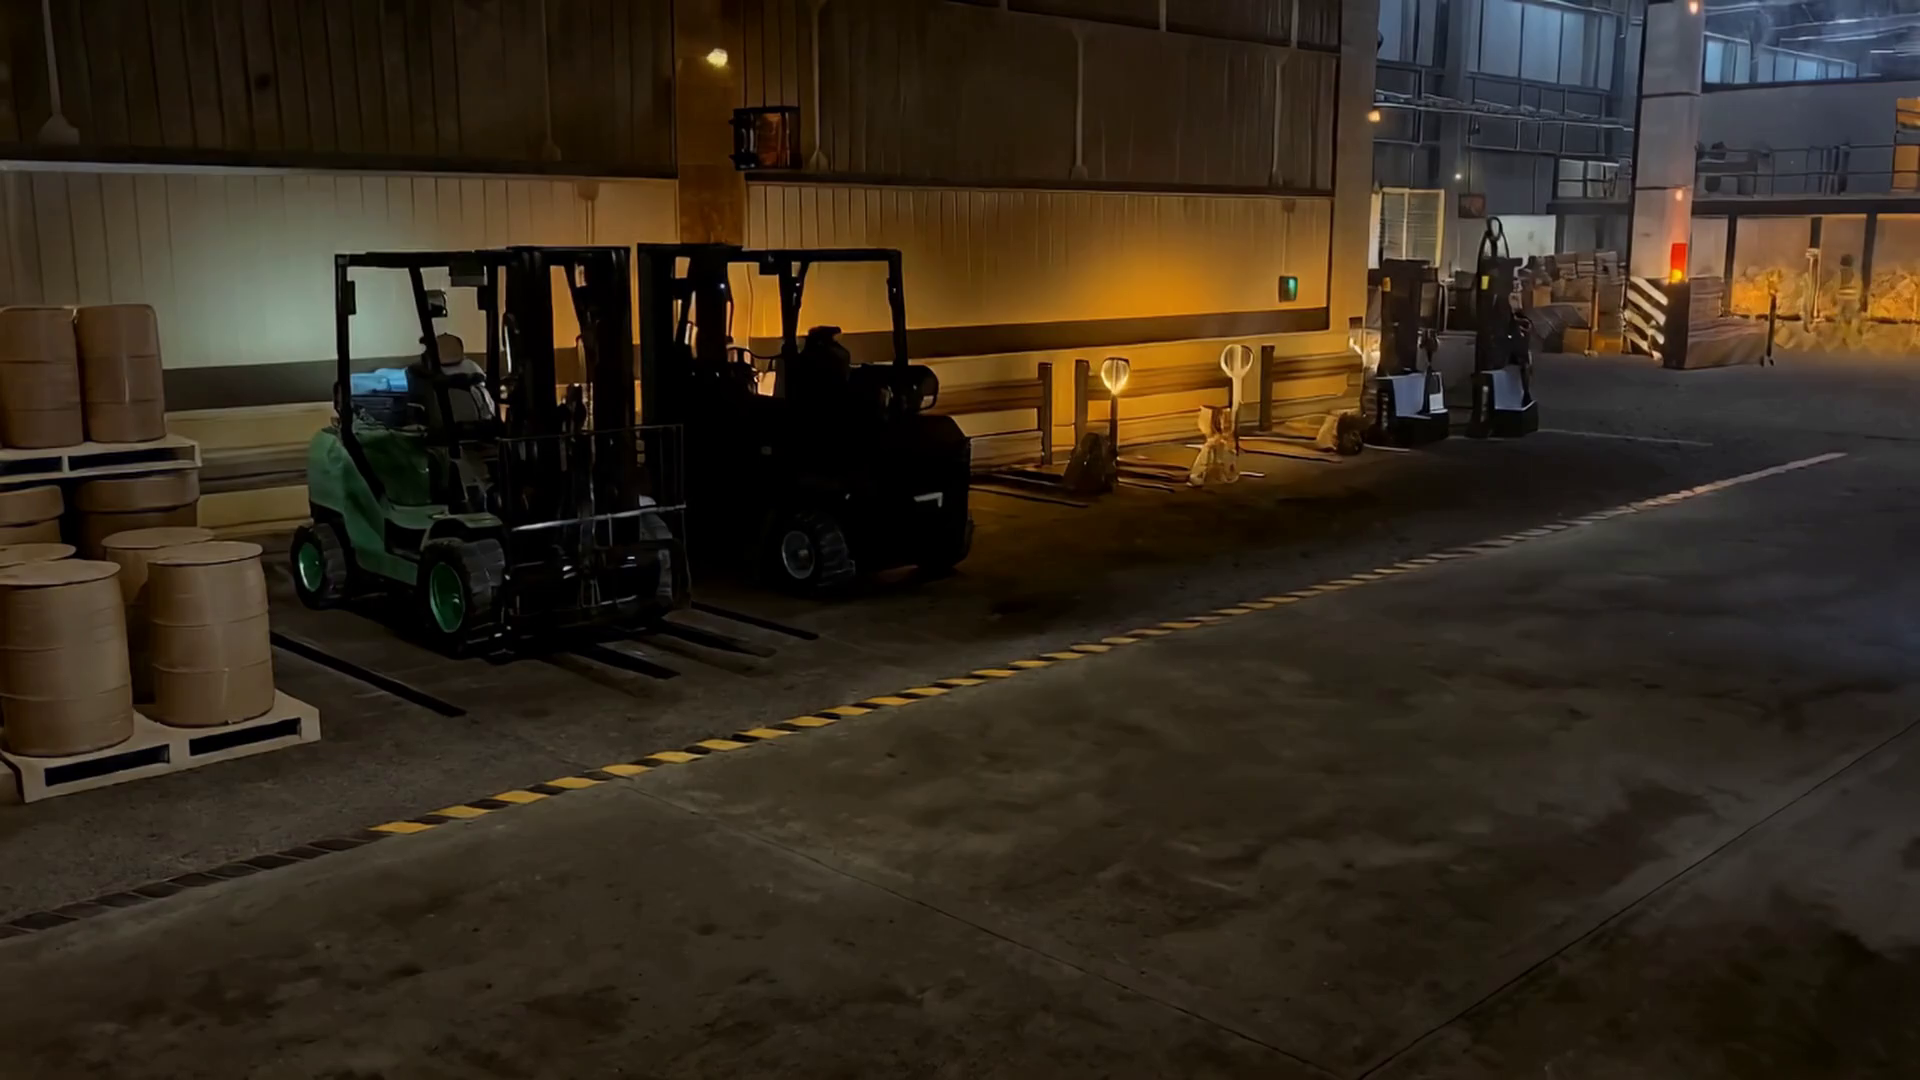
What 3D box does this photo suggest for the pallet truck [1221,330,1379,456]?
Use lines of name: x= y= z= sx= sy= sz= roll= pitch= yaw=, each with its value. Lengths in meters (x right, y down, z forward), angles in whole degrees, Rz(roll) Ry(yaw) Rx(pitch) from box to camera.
pallet truck: x=3.563 y=-1.581 z=17.381 sx=0.653 sy=1.274 sz=1.630 roll=-10 pitch=14 yaw=-44

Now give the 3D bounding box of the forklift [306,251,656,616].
forklift: x=-2.833 y=-0.669 z=9.694 sx=1.157 sy=1.987 sz=2.680 roll=-10 pitch=14 yaw=-44

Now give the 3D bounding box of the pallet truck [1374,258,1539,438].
pallet truck: x=5.704 y=-2.208 z=18.901 sx=1.885 sy=1.965 sz=0.823 roll=10 pitch=14 yaw=43

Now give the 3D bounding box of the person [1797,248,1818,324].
person: x=21.550 y=-6.455 z=42.282 sx=0.379 sy=1.918 sz=0.585 roll=2 pitch=11 yaw=13

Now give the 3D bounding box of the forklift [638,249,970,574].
forklift: x=-1.173 y=-0.958 z=11.239 sx=2.680 sy=1.987 sz=1.157 roll=10 pitch=14 yaw=43

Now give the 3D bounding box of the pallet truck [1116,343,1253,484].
pallet truck: x=1.962 y=-1.215 z=15.415 sx=1.522 sy=1.261 sz=0.704 roll=10 pitch=14 yaw=43

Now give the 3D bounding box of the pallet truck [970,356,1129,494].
pallet truck: x=0.784 y=-1.085 z=14.876 sx=0.680 sy=1.201 sz=1.601 roll=-10 pitch=14 yaw=-44

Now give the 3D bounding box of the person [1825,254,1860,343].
person: x=18.617 y=-5.091 z=35.067 sx=0.583 sy=1.827 sz=0.989 roll=3 pitch=11 yaw=14

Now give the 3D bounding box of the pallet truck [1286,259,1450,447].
pallet truck: x=4.493 y=-2.078 z=18.196 sx=0.823 sy=1.965 sz=1.885 roll=-9 pitch=14 yaw=-40
